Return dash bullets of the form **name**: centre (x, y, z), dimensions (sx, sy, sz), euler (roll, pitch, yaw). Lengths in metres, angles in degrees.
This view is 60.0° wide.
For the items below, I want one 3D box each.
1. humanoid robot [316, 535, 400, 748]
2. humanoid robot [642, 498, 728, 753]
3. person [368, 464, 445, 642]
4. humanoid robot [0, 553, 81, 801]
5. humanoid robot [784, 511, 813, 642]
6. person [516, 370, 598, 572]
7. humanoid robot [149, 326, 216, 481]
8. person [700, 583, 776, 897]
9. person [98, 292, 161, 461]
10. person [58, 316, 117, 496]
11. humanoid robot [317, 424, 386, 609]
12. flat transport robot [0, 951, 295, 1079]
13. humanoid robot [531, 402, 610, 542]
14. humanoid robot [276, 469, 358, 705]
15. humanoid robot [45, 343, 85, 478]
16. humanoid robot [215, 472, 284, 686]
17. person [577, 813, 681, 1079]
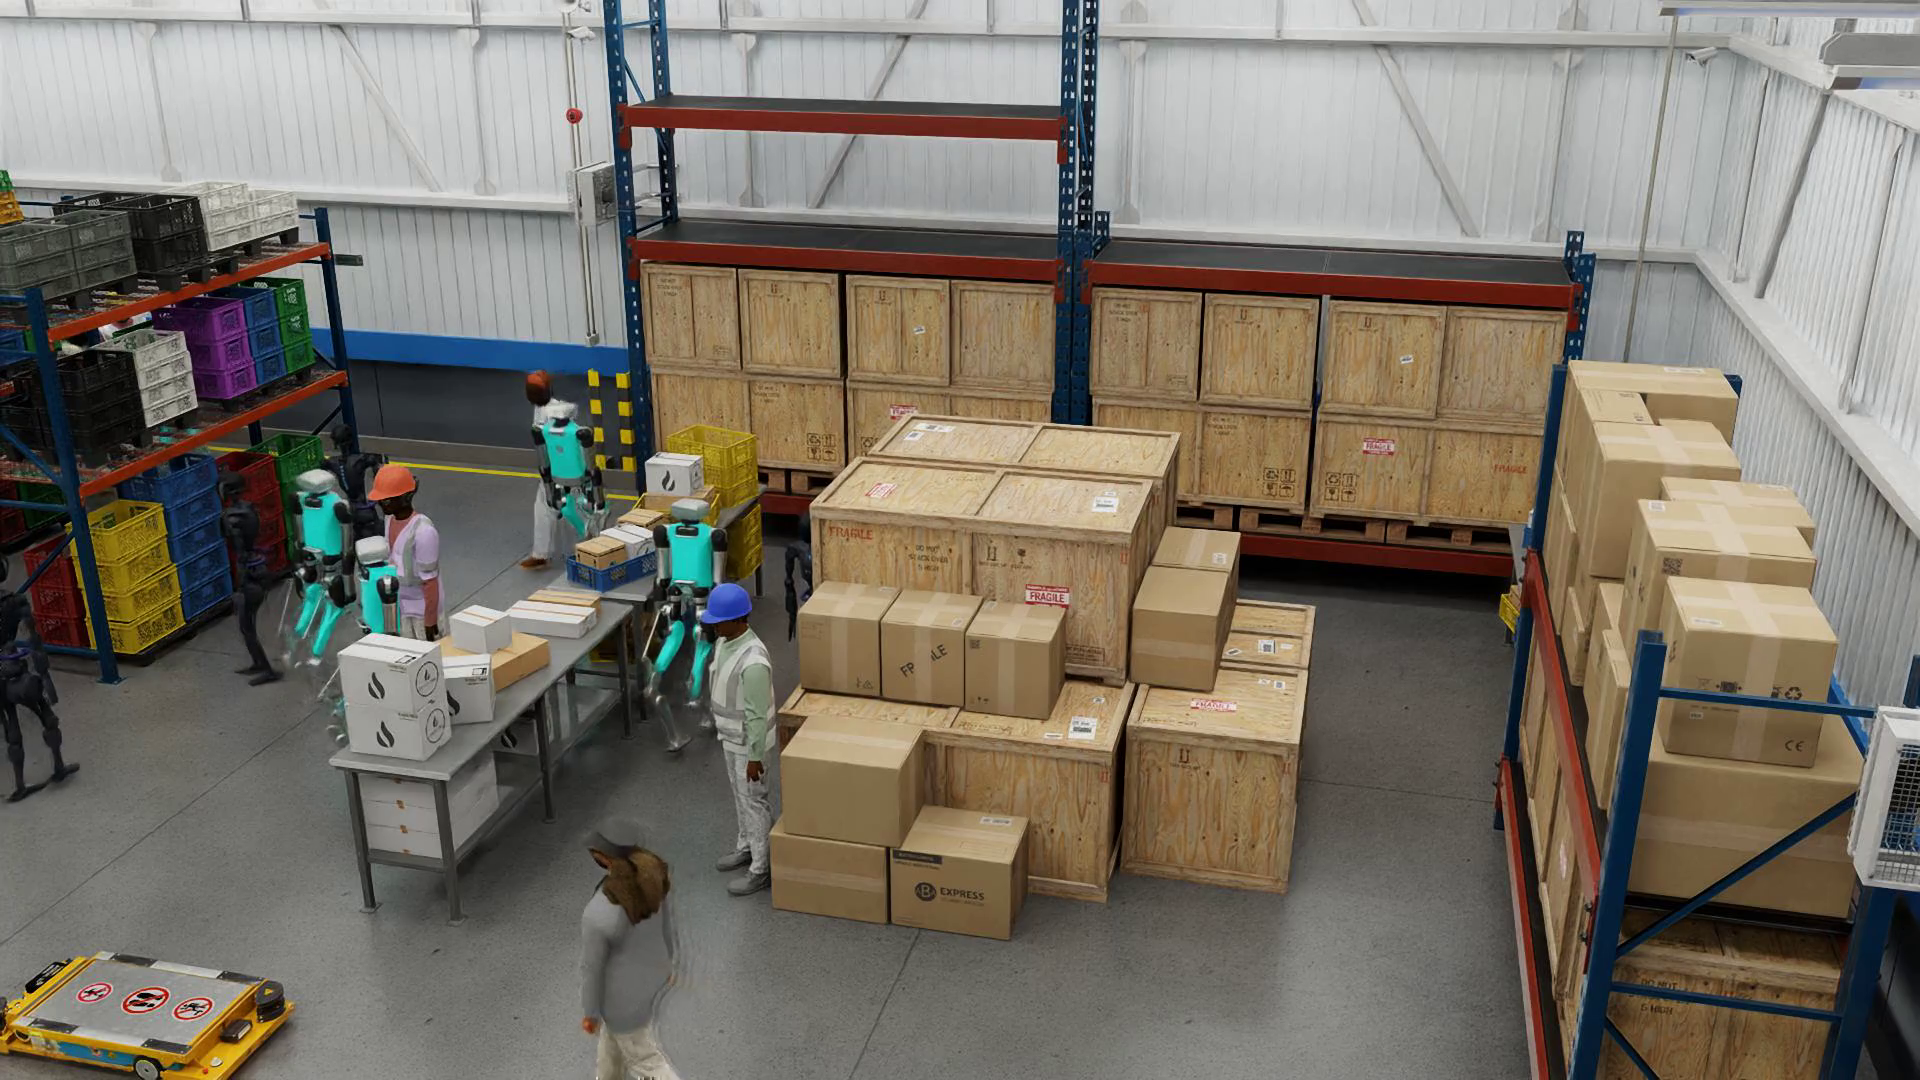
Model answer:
- **humanoid robot**: centre (-3.885, 0.861, 10.699), dimensions (0.685, 1.769, 0.536), euler (-13, 24, -30)
- **humanoid robot**: centre (-1.897, 0.669, 11.266), dimensions (0.545, 1.742, 0.935), euler (4, 21, 11)
- **person**: centre (-3.750, 0.450, 11.409), dimensions (0.400, 2.035, 0.598), euler (-19, 28, -41)
- **humanoid robot**: centre (-6.161, 0.875, 10.807), dimensions (0.609, 1.637, 0.486), euler (4, 21, 11)
- **humanoid robot**: centre (-0.936, 0.548, 11.649), dimensions (0.610, 1.637, 0.460), euler (9, 23, 21)
- **person**: centre (-3.508, -0.590, 14.384), dimensions (0.921, 1.836, 0.599), euler (-14, 25, -33)
- **humanoid robot**: centre (-7.515, -1.154, 16.005), dimensions (0.583, 1.760, 0.733), euler (-12, 24, -29)
- **person**: centre (-1.276, 1.145, 9.722), dimensions (0.411, 1.936, 0.602), euler (-9, 23, -22)
- **person**: centre (-8.678, -1.734, 17.413), dimensions (0.405, 1.824, 0.584), euler (16, 26, 35)
- **person**: centre (-8.543, -1.301, 16.291), dimensions (0.434, 1.826, 0.658), euler (-7, 22, -17)
- **humanoid robot**: centre (-4.876, -0.149, 13.497), dimensions (0.594, 1.640, 0.507), euler (-1, 21, -2)
- **flat transport robot**: centre (-4.270, 2.464, 8.601), dimensions (1.431, 0.231, 0.659), euler (5, 22, 13)
- **humanoid robot**: centre (-3.167, -0.396, 14.077), dimensions (0.542, 1.761, 0.953), euler (5, 21, 12)
- **humanoid robot**: centre (-4.641, 0.440, 11.886), dimensions (0.530, 1.834, 0.653), euler (9, 23, 22)
- **humanoid robot**: centre (-8.990, -1.392, 16.697), dimensions (0.361, 1.659, 0.599), euler (-2, 21, -5)
- **humanoid robot**: centre (-5.313, 0.292, 12.313), dimensions (0.379, 1.661, 0.609), euler (-7, 22, -18)
- **person**: centre (-1.516, 2.043, 7.671), dimensions (0.919, 1.730, 0.578), euler (7, 22, 18)
